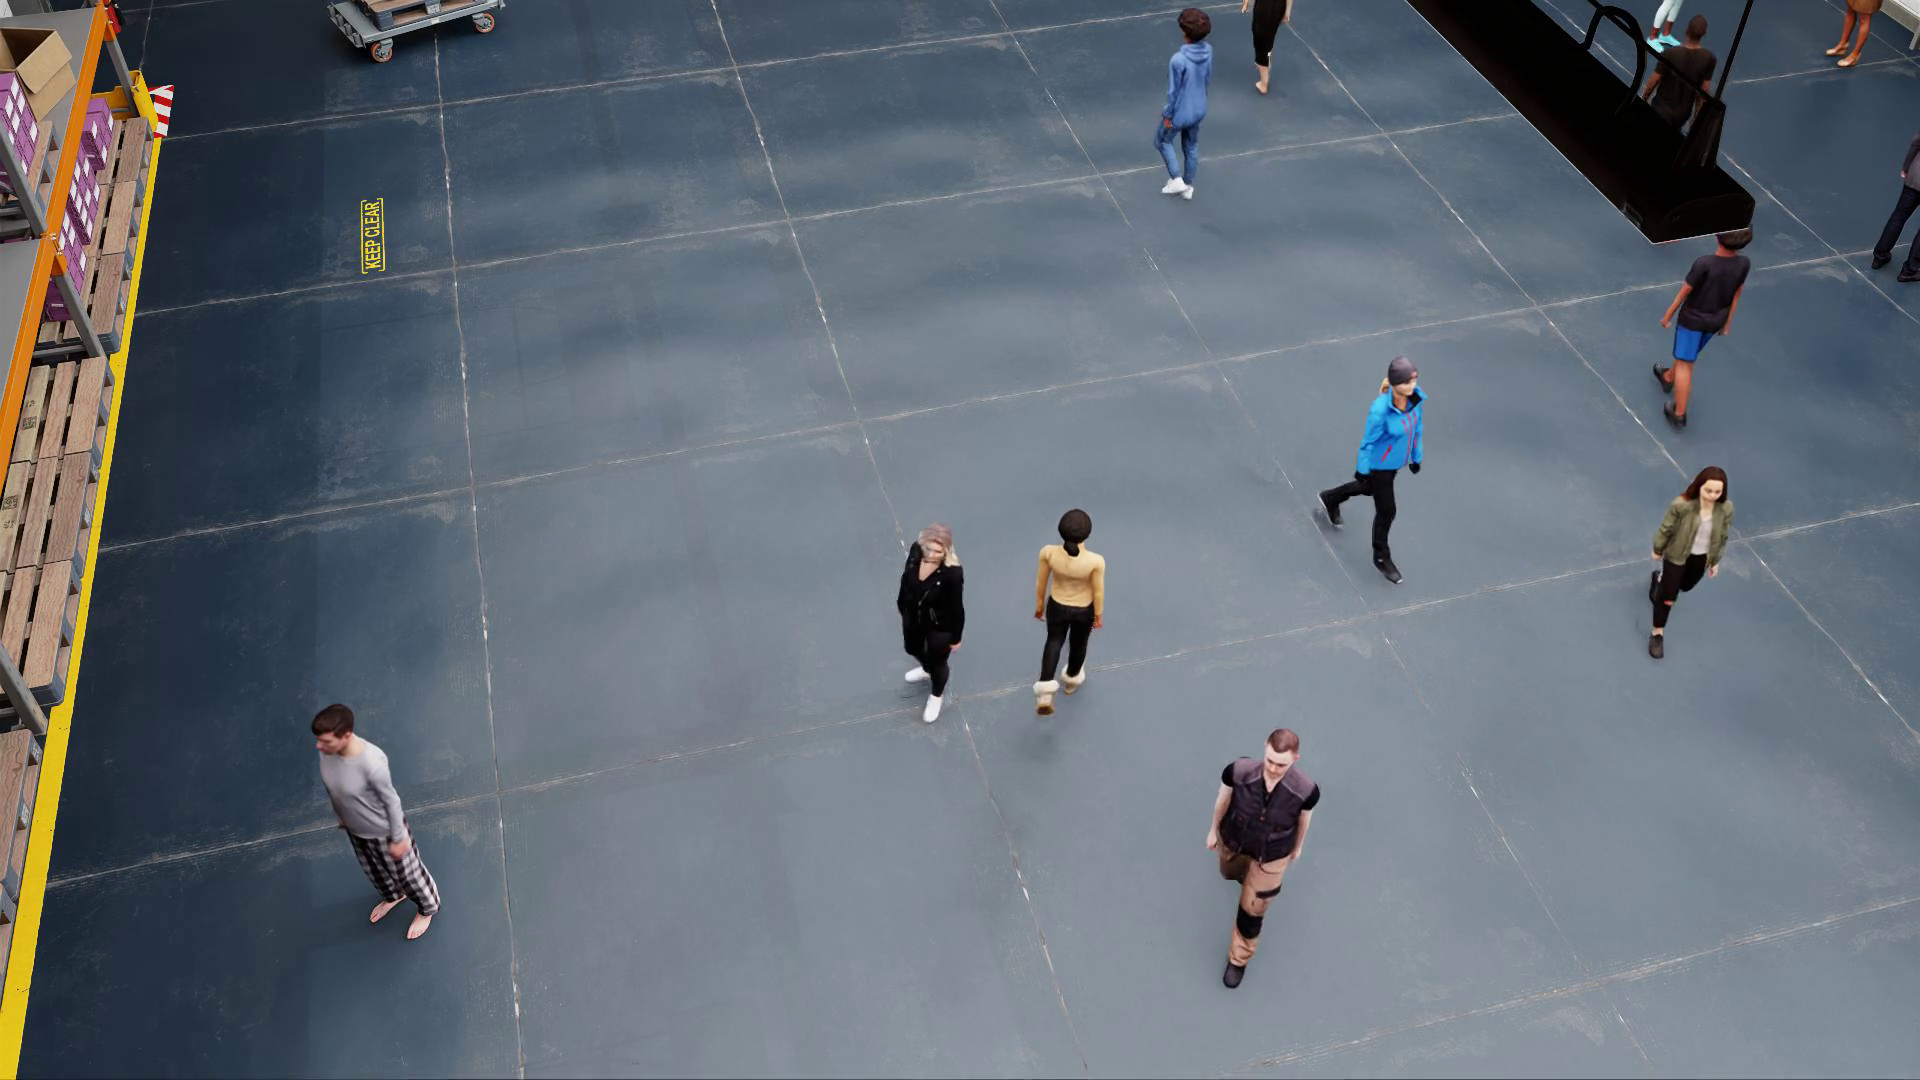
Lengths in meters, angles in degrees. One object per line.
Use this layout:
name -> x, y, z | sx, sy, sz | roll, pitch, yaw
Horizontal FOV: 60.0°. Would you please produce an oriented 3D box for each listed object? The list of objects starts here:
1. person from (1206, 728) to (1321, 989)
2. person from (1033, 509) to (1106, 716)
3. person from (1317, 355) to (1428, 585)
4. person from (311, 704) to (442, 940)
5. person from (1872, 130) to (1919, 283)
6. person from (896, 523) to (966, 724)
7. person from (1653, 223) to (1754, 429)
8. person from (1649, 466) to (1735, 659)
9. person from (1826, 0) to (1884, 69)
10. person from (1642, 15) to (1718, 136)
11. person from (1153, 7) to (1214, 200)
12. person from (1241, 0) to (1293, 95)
person -> 1.655, 1.596, 9.182 | 1.129, 1.809, 1.231 | 18, 46, 18
person -> 0.680, 0.477, 10.474 | 0.862, 1.646, 0.998 | 12, 45, 13
person -> 2.880, -0.584, 11.503 | 0.884, 1.764, 1.214 | -26, 50, -25
person -> -3.249, 1.539, 9.214 | 0.699, 1.847, 0.756 | 21, 48, 21
person -> 8.220, -3.049, 14.039 | 0.838, 1.835, 0.667 | -24, 49, -23
person -> -0.173, 0.473, 10.457 | 0.892, 1.676, 0.796 | -31, 51, -28
person -> 5.639, -1.635, 12.603 | 0.739, 1.768, 1.034 | -3, 44, -3
person -> 4.821, 0.059, 11.050 | 0.780, 1.457, 1.008 | 3, 44, 4
person -> 9.226, -5.640, 16.866 | 0.630, 1.686, 0.486 | -6, 44, -6
person -> 6.331, -3.746, 14.818 | 0.966, 1.769, 1.197 | 6, 44, 6
person -> 2.071, -3.847, 14.904 | 0.766, 1.797, 0.743 | -26, 50, -25
person -> 3.079, -5.174, 16.435 | 0.577, 1.607, 0.782 | -9, 44, -10
